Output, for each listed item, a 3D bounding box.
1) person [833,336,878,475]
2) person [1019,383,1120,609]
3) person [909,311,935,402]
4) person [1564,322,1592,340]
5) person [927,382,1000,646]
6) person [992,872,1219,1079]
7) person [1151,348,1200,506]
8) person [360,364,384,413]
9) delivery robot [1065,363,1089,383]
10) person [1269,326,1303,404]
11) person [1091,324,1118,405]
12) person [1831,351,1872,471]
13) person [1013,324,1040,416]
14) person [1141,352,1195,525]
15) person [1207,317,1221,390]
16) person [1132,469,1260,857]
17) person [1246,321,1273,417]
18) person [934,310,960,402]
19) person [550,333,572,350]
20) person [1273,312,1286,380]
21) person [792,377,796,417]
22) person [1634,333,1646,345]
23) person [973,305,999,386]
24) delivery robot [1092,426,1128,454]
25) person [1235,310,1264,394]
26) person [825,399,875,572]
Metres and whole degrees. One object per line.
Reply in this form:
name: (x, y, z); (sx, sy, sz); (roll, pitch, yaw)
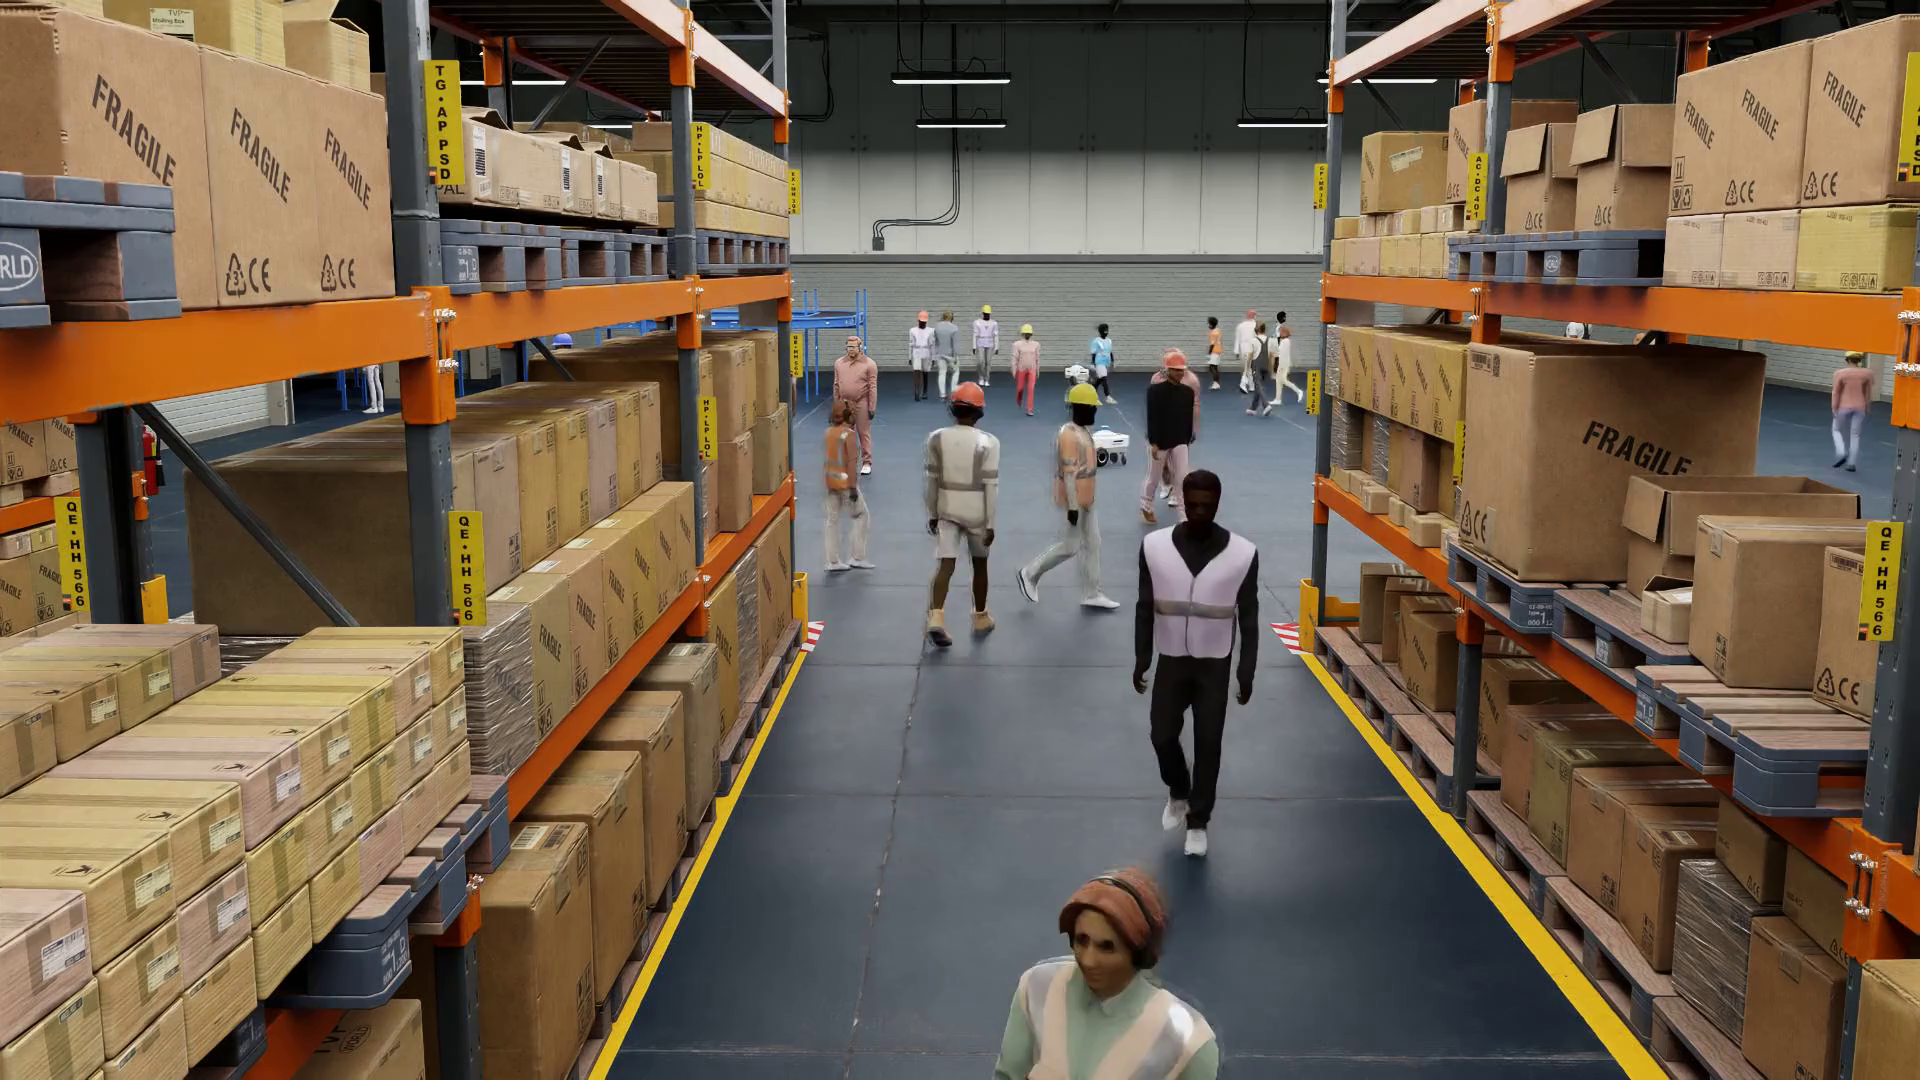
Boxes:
person: (-1.454, -1.850, 22.872); (0.636, 1.899, 0.401); (4, 10, 21)
person: (0.936, -0.369, 13.947); (0.791, 1.905, 0.597); (4, 10, 21)
person: (-0.803, -3.900, 35.212); (0.562, 1.880, 0.991); (0, 9, -1)
person: (13.294, -4.092, 35.985); (0.674, 2.000, 0.535); (-8, 12, -38)
person: (-0.002, -0.207, 12.715); (0.627, 2.005, 1.005); (4, 10, 21)
person: (0.304, 1.501, 3.684); (0.521, 1.597, 0.798); (8, 12, 39)
person: (2.555, -1.359, 19.942); (0.663, 1.892, 0.448); (5, 11, 29)
person: (-11.402, -3.389, 32.174); (0.326, 1.865, 0.519); (3, 10, 16)
delivery robot: (2.767, -3.955, 39.325); (0.477, 0.478, 0.707); (-4, 10, -20)
person: (6.684, -3.580, 34.052); (0.614, 1.613, 0.517); (0, 9, 1)
person: (2.916, -3.615, 34.162); (0.862, 1.654, 0.543); (9, 13, 44)
person: (12.451, -1.842, 23.263); (0.533, 1.755, 0.389); (2, 10, 12)
person: (1.265, -3.264, 31.764); (0.534, 1.743, 0.678); (-1, 10, -7)
person: (2.268, -1.088, 18.166); (0.604, 1.955, 1.028); (-3, 10, -16)
person: (5.798, -4.248, 37.933); (0.343, 1.673, 0.616); (3, 10, 20)
person: (1.155, 0.595, 8.175); (0.622, 1.906, 0.442); (2, 10, 13)
person: (5.713, -3.245, 31.513); (0.517, 1.810, 0.949); (-4, 10, -22)
person: (-0.230, -3.871, 34.915); (0.621, 1.907, 0.685); (5, 11, 28)
person: (-5.403, -1.873, 22.839); (0.605, 1.948, 0.391); (8, 13, 41)
person: (7.922, -4.818, 41.256); (0.322, 1.689, 0.530); (2, 10, 13)
person: (-2.571, -1.865, 23.248); (0.557, 1.807, 0.971); (0, 9, 0)
person: (12.223, -2.902, 29.949); (0.509, 1.631, 0.268); (-3, 10, -20)
person: (0.617, -4.553, 39.000); (0.610, 1.905, 0.598); (-1, 10, -7)
delivery robot: (2.094, -1.411, 24.086); (0.707, 0.478, 0.477); (-6, 11, -33)
person: (6.471, -4.216, 37.183); (0.663, 1.864, 0.988); (8, 12, 38)
person: (-1.023, -0.510, 15.621); (0.560, 1.619, 0.540); (-6, 11, -34)
